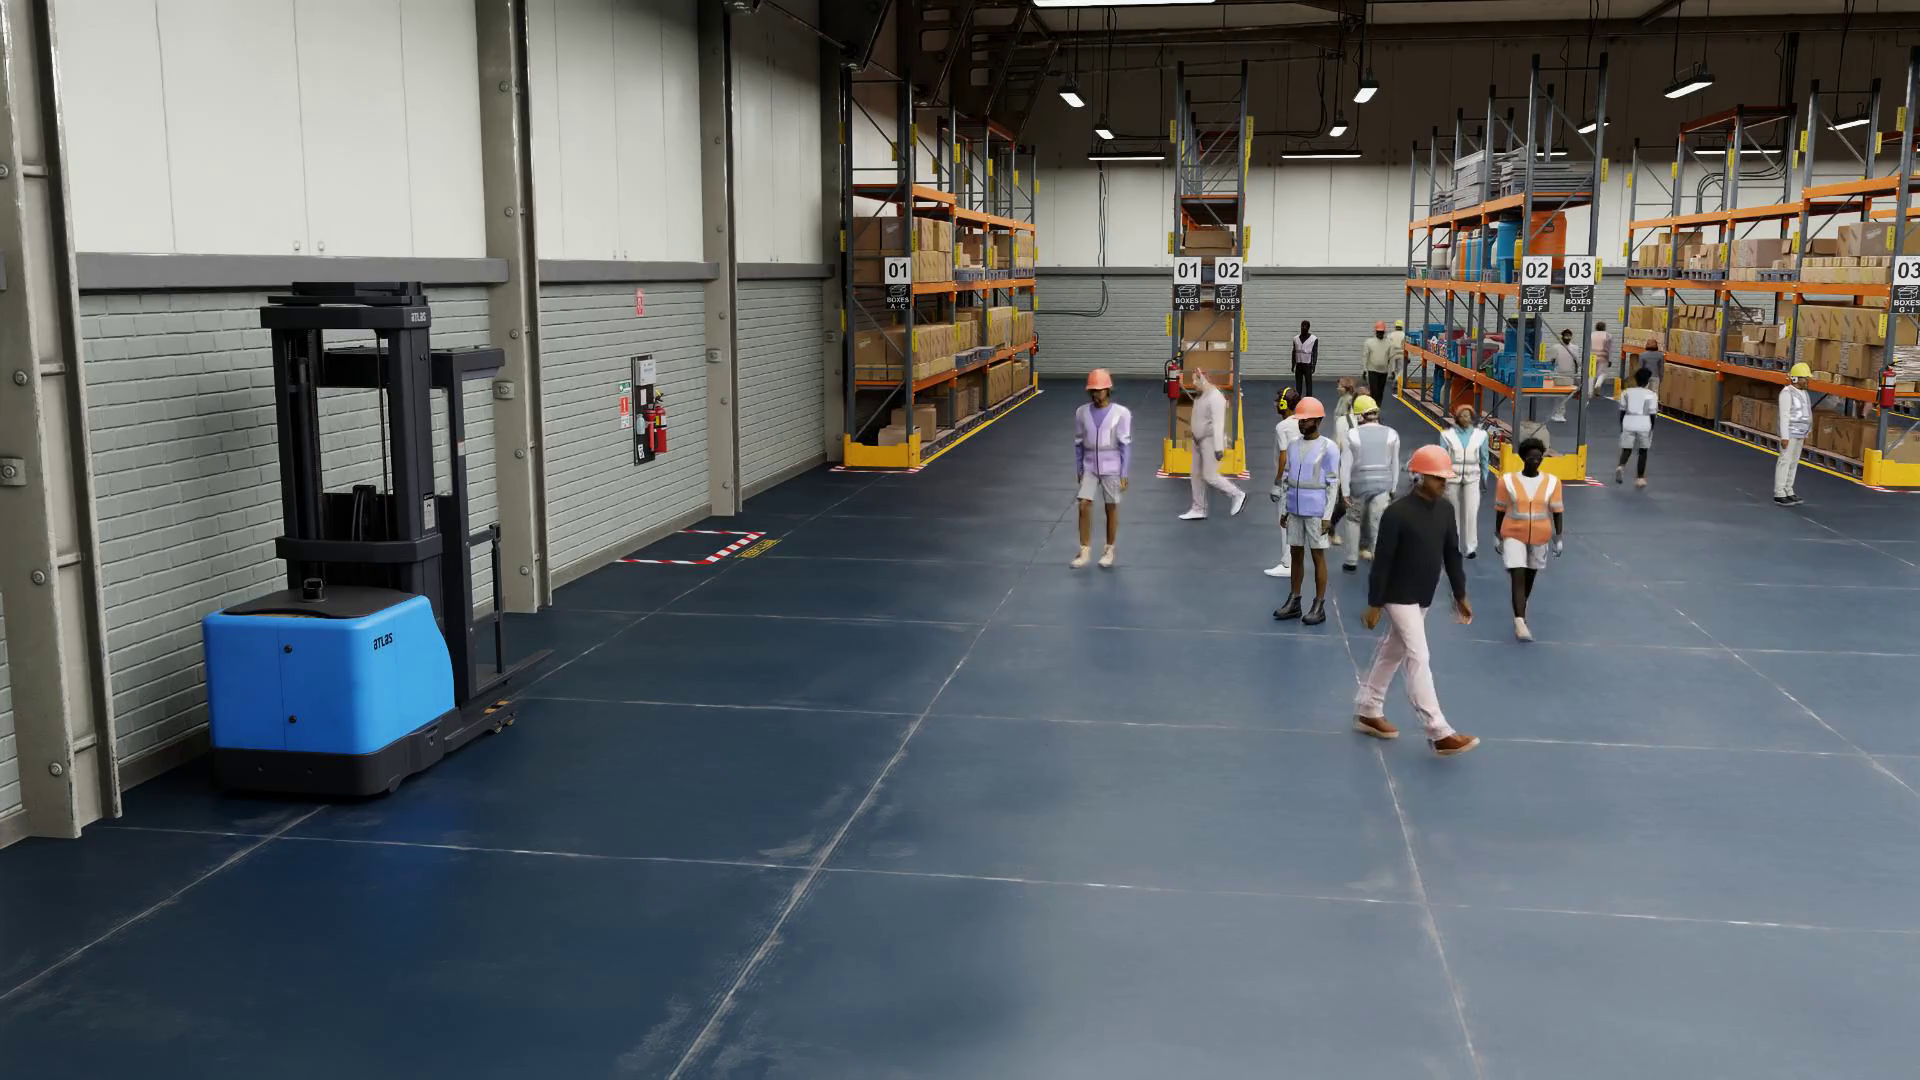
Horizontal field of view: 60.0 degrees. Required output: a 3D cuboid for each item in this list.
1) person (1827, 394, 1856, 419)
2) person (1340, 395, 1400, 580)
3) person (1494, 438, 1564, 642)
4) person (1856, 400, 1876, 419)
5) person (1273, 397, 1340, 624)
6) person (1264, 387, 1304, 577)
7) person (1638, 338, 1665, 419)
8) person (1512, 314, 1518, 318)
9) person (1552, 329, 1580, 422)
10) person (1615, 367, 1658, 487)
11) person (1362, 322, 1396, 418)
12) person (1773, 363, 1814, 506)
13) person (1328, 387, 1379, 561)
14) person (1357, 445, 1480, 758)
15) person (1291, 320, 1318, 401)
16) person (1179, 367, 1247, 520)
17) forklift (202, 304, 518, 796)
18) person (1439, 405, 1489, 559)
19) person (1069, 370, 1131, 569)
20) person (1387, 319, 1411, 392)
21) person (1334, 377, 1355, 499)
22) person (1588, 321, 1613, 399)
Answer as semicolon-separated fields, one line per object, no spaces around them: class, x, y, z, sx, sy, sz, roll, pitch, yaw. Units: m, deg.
person;16.192;-2.828;30.472;0.608;1.830;1.007;-1;9;-6
person;3.984;-0.518;16.283;0.613;1.796;0.766;0;9;-1
person;4.693;-0.030;13.756;0.536;1.650;0.919;1;9;8
person;17.249;-3.033;31.602;0.681;1.871;0.824;8;12;41
person;2.977;-0.260;14.284;0.355;1.938;0.545;-8;12;-41
person;3.227;-0.578;16.457;0.335;1.873;0.521;7;12;38
person;14.070;-3.287;33.888;0.499;1.634;0.288;2;9;14
person;13.995;-4.766;42.191;0.871;1.893;0.612;4;10;23
person;12.066;-3.269;33.113;0.515;1.848;0.650;1;9;4
person;9.386;-1.558;23.086;0.535;1.673;0.569;8;12;40
person;8.531;-3.433;33.765;0.640;1.958;0.919;0;9;2
person;10.751;-1.366;21.428;0.595;1.831;0.403;-8;12;-41
person;4.122;-0.722;17.559;0.524;1.816;0.811;-2;10;-15
person;2.895;0.363;10.449;0.618;1.928;1.025;-8;12;-40
person;7.552;-3.849;36.471;0.591;1.922;0.392;7;11;36
person;3.061;-1.161;20.065;0.709;1.864;0.699;-2;9;-11
forklift;-3.673;-0.038;10.147;1.129;2.768;1.873;1;9;9
person;5.249;-0.599;17.374;0.544;1.597;0.836;2;9;13
person;1.398;-0.693;16.701;0.634;2.010;0.826;4;10;24
person;10.858;-4.570;41.231;0.603;1.816;0.675;7;11;36
person;5.185;-1.353;22.044;0.774;1.615;0.532;-1;9;-4
person;14.990;-4.230;39.120;0.694;1.822;0.478;6;11;34
